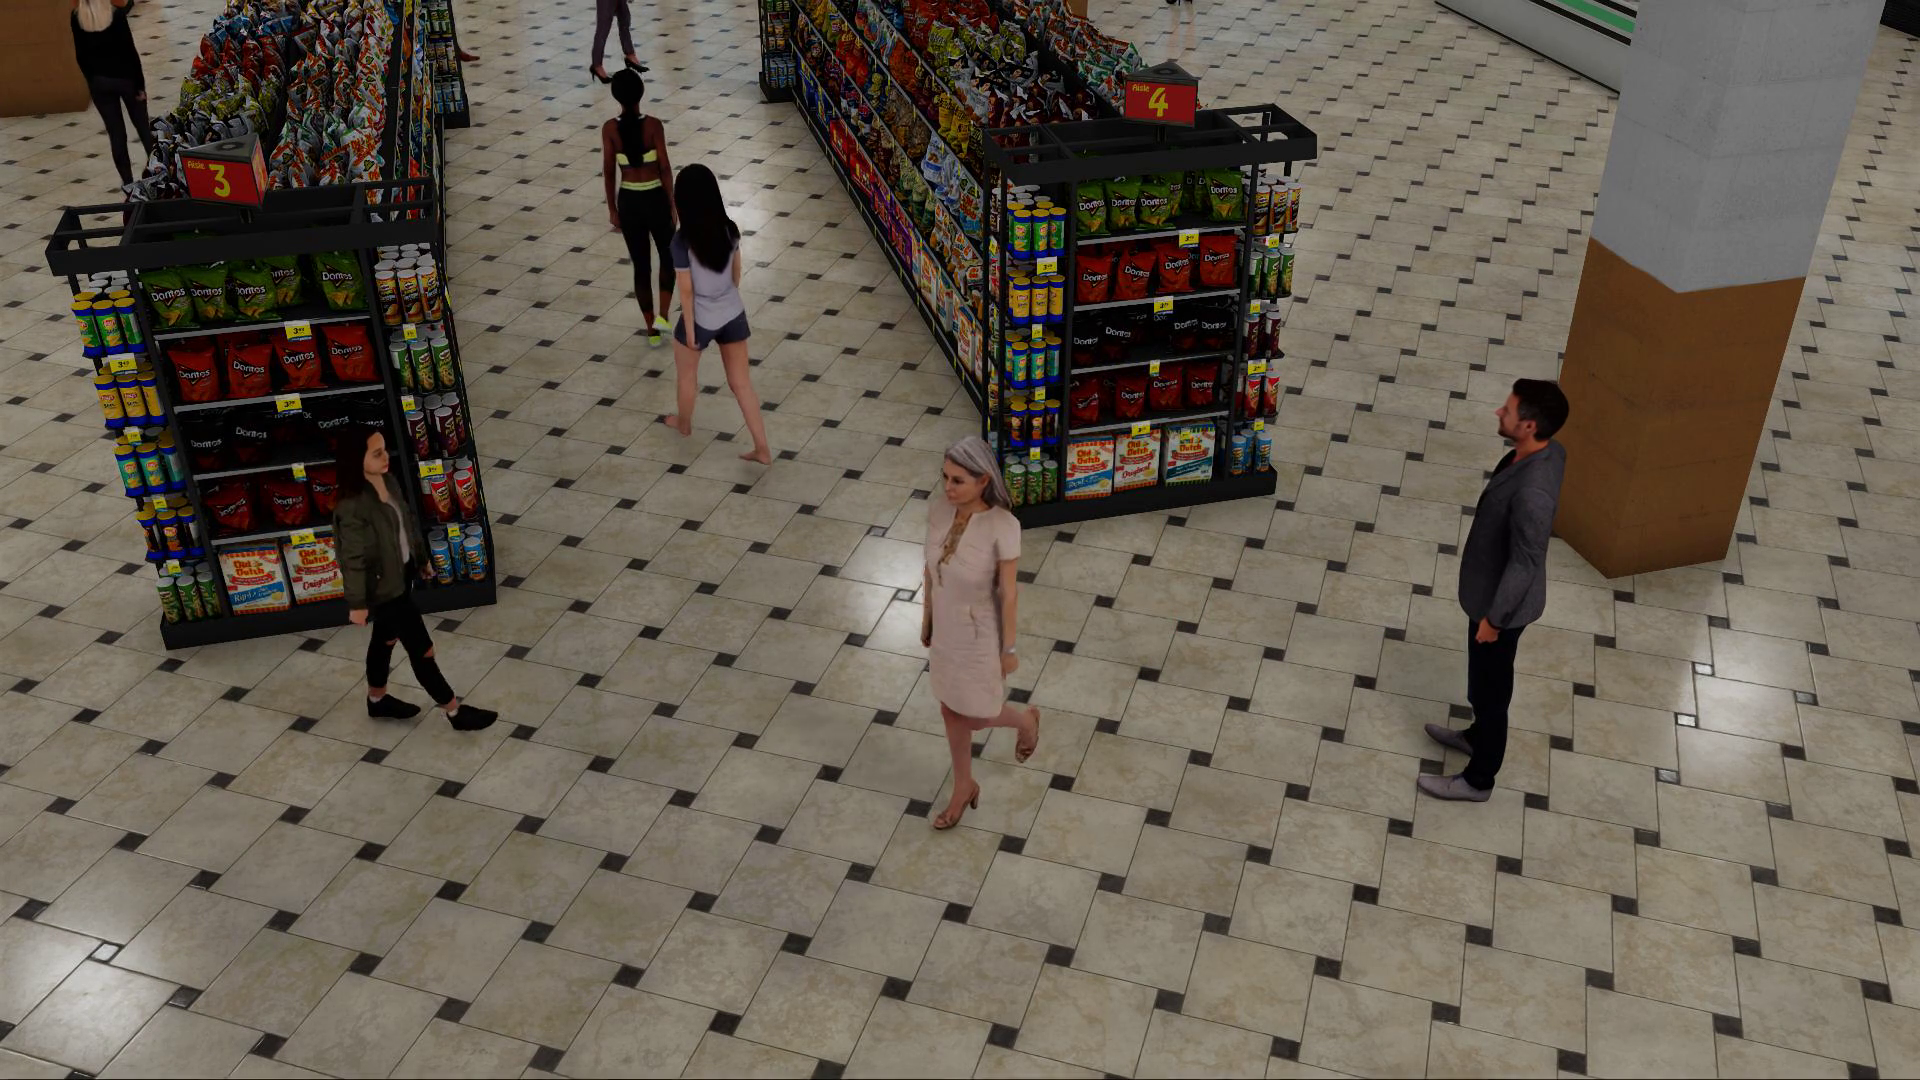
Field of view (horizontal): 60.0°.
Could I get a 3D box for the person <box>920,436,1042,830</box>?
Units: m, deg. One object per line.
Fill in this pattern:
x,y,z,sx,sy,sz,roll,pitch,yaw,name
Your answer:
0.092,0.349,6.493,0.885,1.724,0.887,27,41,36,person

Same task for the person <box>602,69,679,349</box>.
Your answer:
-1.942,-1.981,10.219,0.634,1.743,0.682,-2,32,-4,person

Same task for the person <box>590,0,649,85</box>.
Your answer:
-3.296,-4.986,15.131,0.667,1.655,0.707,-8,33,-13,person

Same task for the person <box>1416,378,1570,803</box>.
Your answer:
2.149,0.209,6.576,0.846,1.872,0.752,12,34,18,person

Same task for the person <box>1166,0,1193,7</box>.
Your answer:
2.400,-6.607,17.578,0.753,1.822,0.781,-15,35,-22,person

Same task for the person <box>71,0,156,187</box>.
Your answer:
-6.401,-3.379,12.562,0.645,1.640,1.122,-7,32,-10,person

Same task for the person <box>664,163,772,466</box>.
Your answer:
-1.284,-1.151,8.966,0.958,1.657,1.200,-26,40,-35,person

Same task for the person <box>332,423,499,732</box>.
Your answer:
-2.484,0.182,7.016,0.832,1.454,0.880,2,32,3,person
